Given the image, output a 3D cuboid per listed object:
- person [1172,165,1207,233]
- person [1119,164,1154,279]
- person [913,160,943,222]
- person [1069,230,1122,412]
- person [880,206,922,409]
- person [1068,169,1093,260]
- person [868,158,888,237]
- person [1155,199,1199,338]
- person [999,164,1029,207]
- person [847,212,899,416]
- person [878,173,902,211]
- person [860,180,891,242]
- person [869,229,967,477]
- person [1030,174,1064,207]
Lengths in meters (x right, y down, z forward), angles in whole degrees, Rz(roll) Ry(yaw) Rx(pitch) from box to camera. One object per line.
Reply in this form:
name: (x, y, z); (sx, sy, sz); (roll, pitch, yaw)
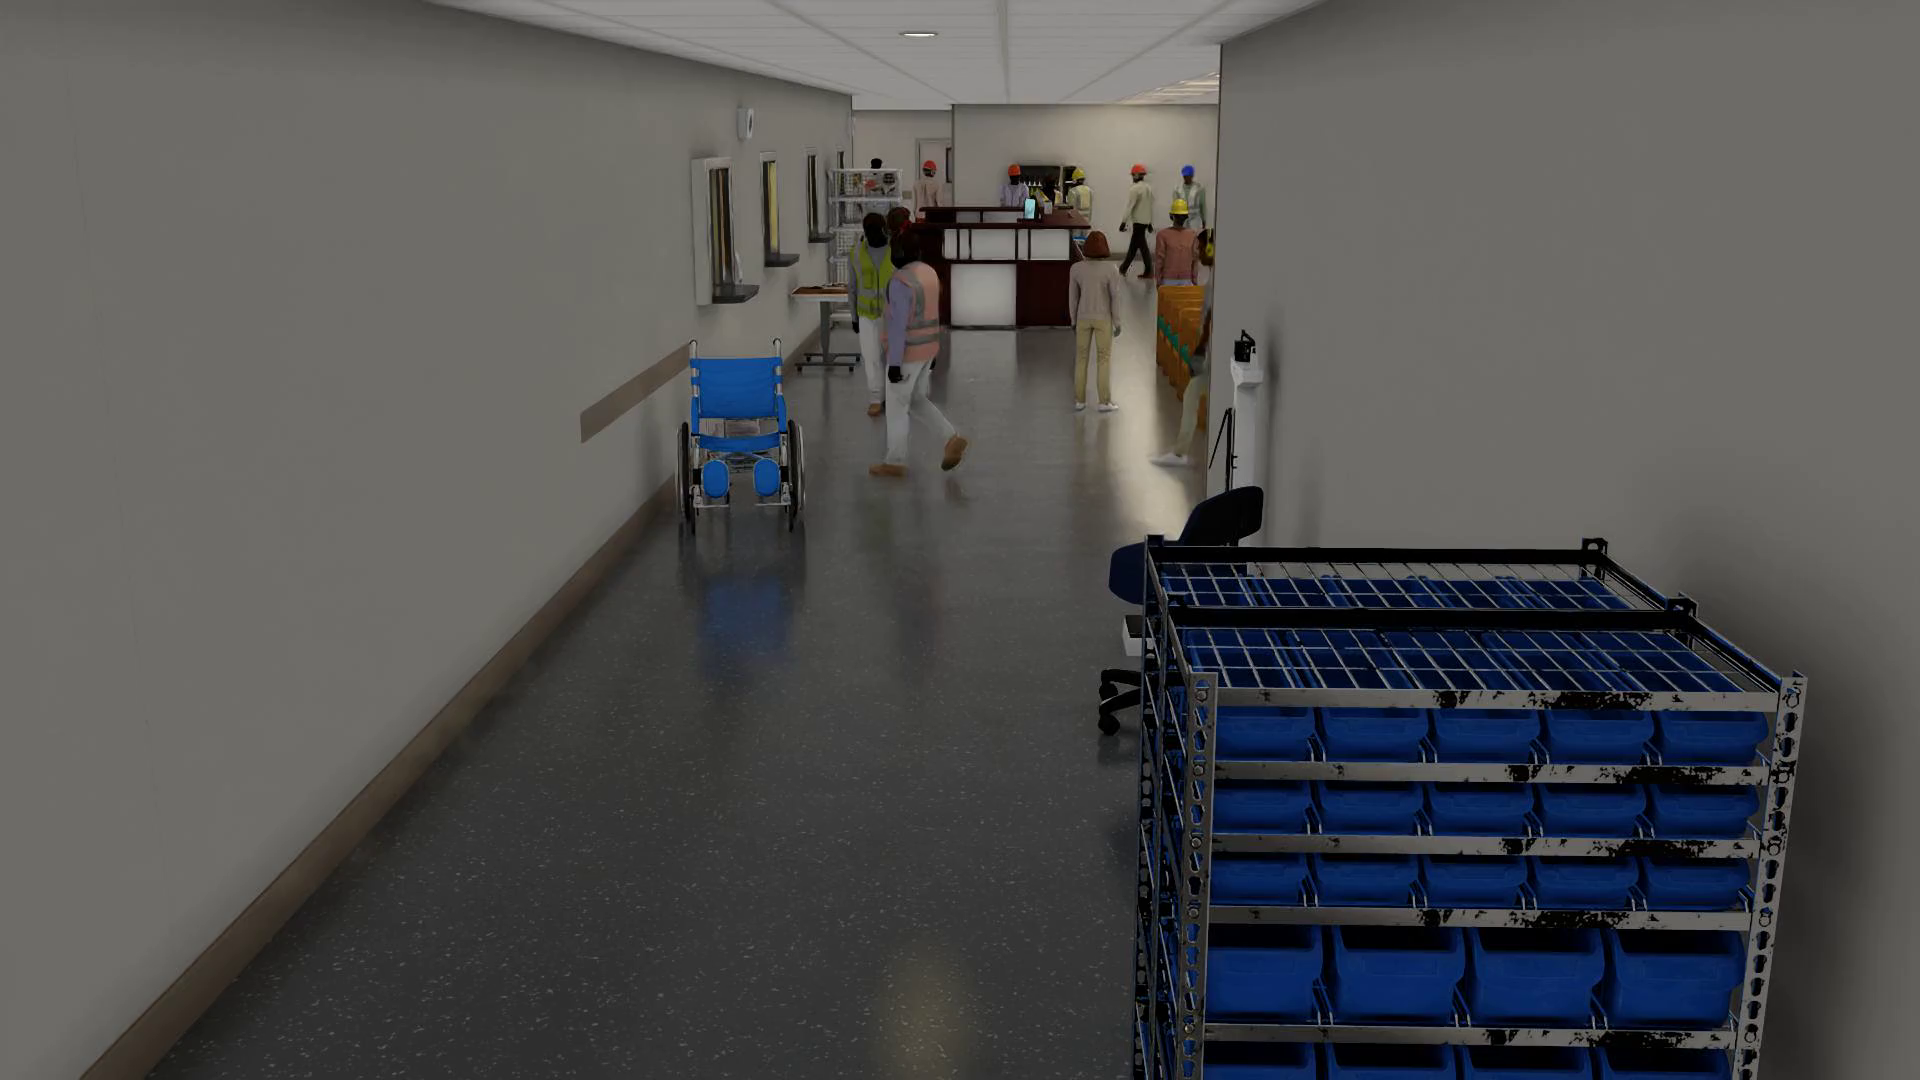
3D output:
person: (4.133, -5.820, 30.144); (0.608, 1.891, 0.977); (5, 15, 21)
person: (2.977, -5.481, 28.663); (0.982, 1.950, 0.616); (8, 16, 30)
person: (-0.571, -5.918, 30.371); (0.608, 1.987, 0.402); (7, 16, 27)
person: (1.229, -1.978, 15.089); (0.505, 1.636, 0.278); (7, 15, 26)
person: (-0.577, -2.097, 15.144); (0.575, 1.841, 0.375); (9, 16, 32)
person: (2.138, -5.773, 30.087); (0.597, 1.831, 0.403); (-12, 19, -41)
person: (-1.693, -6.825, 34.095); (0.390, 1.958, 0.601); (10, 17, 36)
person: (2.436, -2.927, 18.677); (0.523, 1.769, 0.309); (-4, 14, -14)
person: (0.963, -5.748, 29.796); (0.545, 1.931, 0.378); (4, 14, 15)
person: (-0.685, -2.046, 15.012); (0.643, 1.815, 0.654); (2, 14, 8)
person: (-1.255, -5.572, 29.266); (0.503, 1.837, 0.342); (3, 14, 13)
person: (-1.434, -5.154, 27.839); (0.863, 1.691, 0.558); (11, 18, 38)
person: (-0.309, -1.353, 12.197); (0.658, 1.822, 0.685); (6, 15, 22)
person: (1.421, -4.983, 26.887); (0.625, 1.838, 0.430); (-7, 16, -28)
